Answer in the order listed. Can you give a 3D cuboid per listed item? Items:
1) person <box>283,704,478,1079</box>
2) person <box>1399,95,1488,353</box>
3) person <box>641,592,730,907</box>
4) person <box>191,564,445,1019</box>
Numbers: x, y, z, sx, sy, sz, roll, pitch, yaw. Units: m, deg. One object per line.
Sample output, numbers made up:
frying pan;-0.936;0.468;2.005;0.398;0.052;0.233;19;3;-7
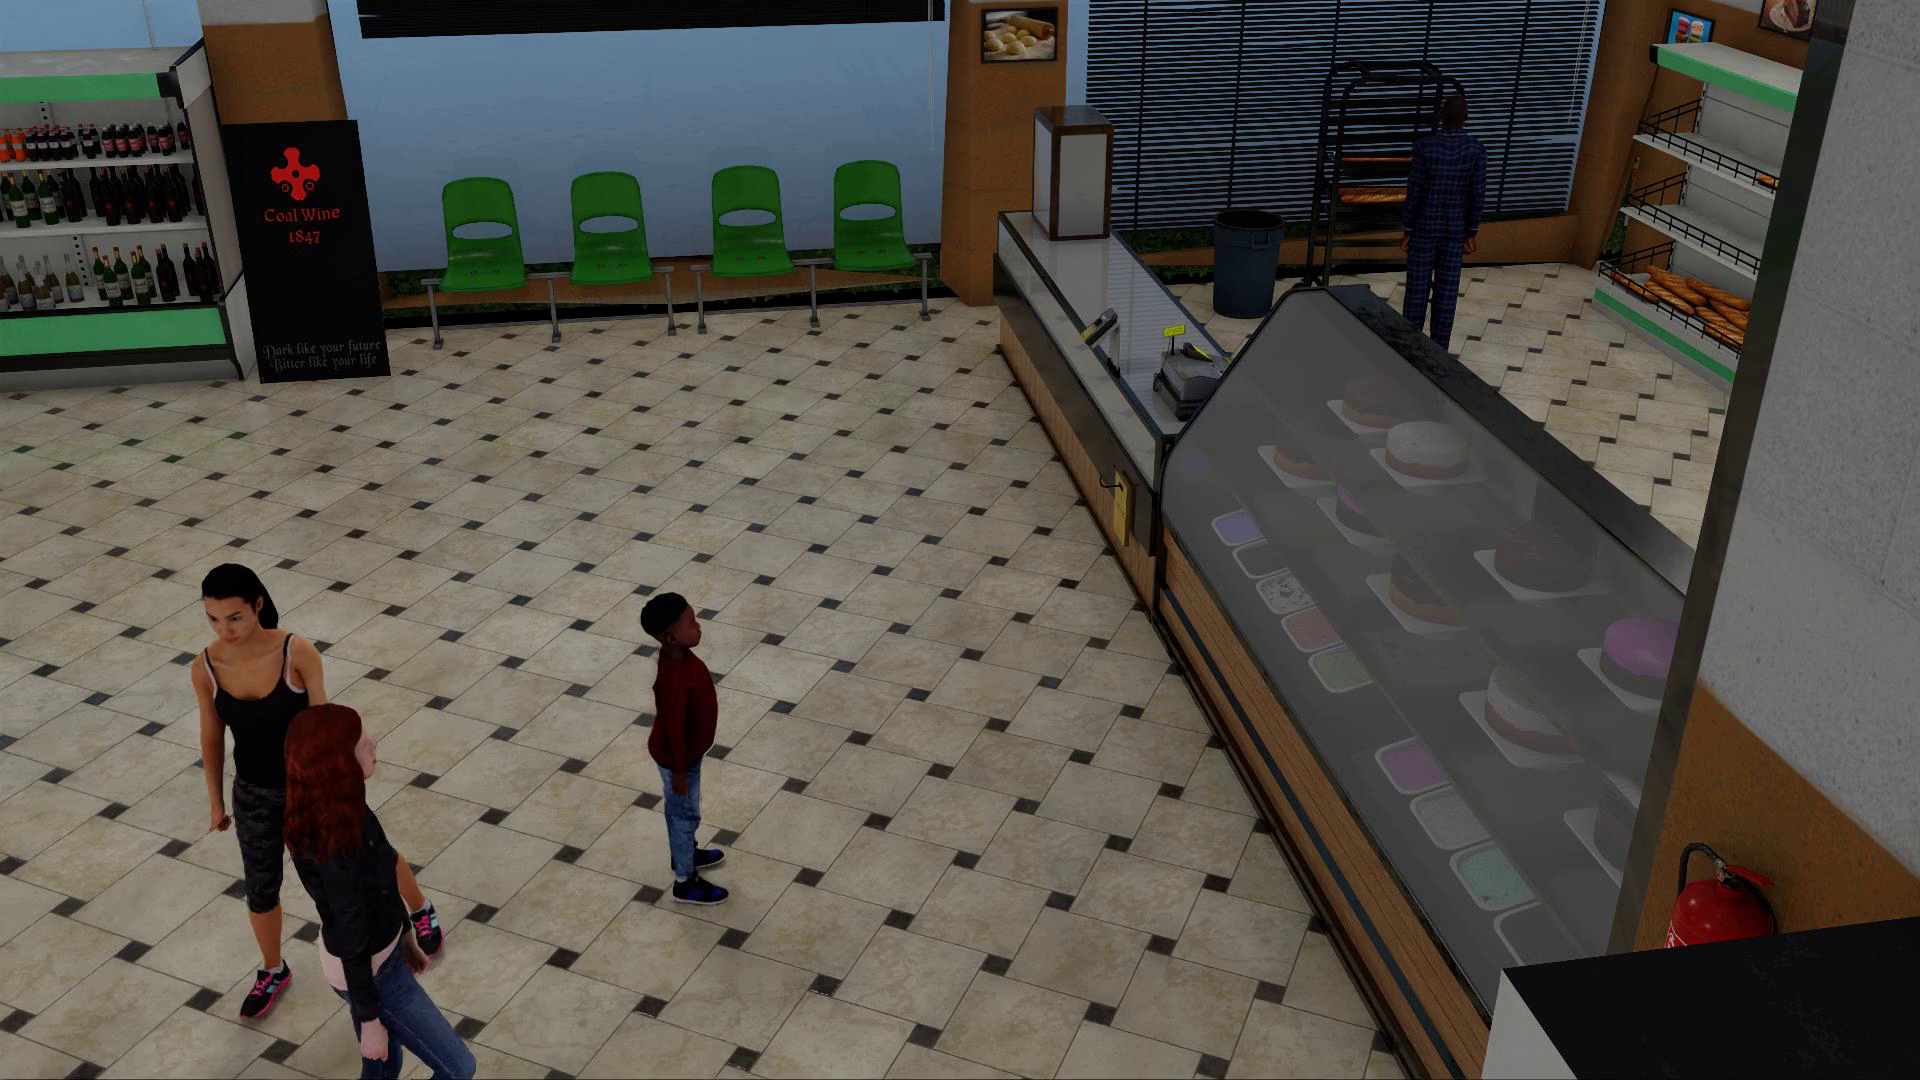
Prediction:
person;-1.743;1.261;4.691;0.664;1.780;0.642;-10;28;-18
person;3.240;-2.103;11.275;0.677;1.824;0.822;5;27;9
person;-1.067;0.770;6.241;0.493;1.253;0.527;-3;27;-5
person;-2.291;0.841;5.611;0.639;1.697;0.874;-4;27;-7
